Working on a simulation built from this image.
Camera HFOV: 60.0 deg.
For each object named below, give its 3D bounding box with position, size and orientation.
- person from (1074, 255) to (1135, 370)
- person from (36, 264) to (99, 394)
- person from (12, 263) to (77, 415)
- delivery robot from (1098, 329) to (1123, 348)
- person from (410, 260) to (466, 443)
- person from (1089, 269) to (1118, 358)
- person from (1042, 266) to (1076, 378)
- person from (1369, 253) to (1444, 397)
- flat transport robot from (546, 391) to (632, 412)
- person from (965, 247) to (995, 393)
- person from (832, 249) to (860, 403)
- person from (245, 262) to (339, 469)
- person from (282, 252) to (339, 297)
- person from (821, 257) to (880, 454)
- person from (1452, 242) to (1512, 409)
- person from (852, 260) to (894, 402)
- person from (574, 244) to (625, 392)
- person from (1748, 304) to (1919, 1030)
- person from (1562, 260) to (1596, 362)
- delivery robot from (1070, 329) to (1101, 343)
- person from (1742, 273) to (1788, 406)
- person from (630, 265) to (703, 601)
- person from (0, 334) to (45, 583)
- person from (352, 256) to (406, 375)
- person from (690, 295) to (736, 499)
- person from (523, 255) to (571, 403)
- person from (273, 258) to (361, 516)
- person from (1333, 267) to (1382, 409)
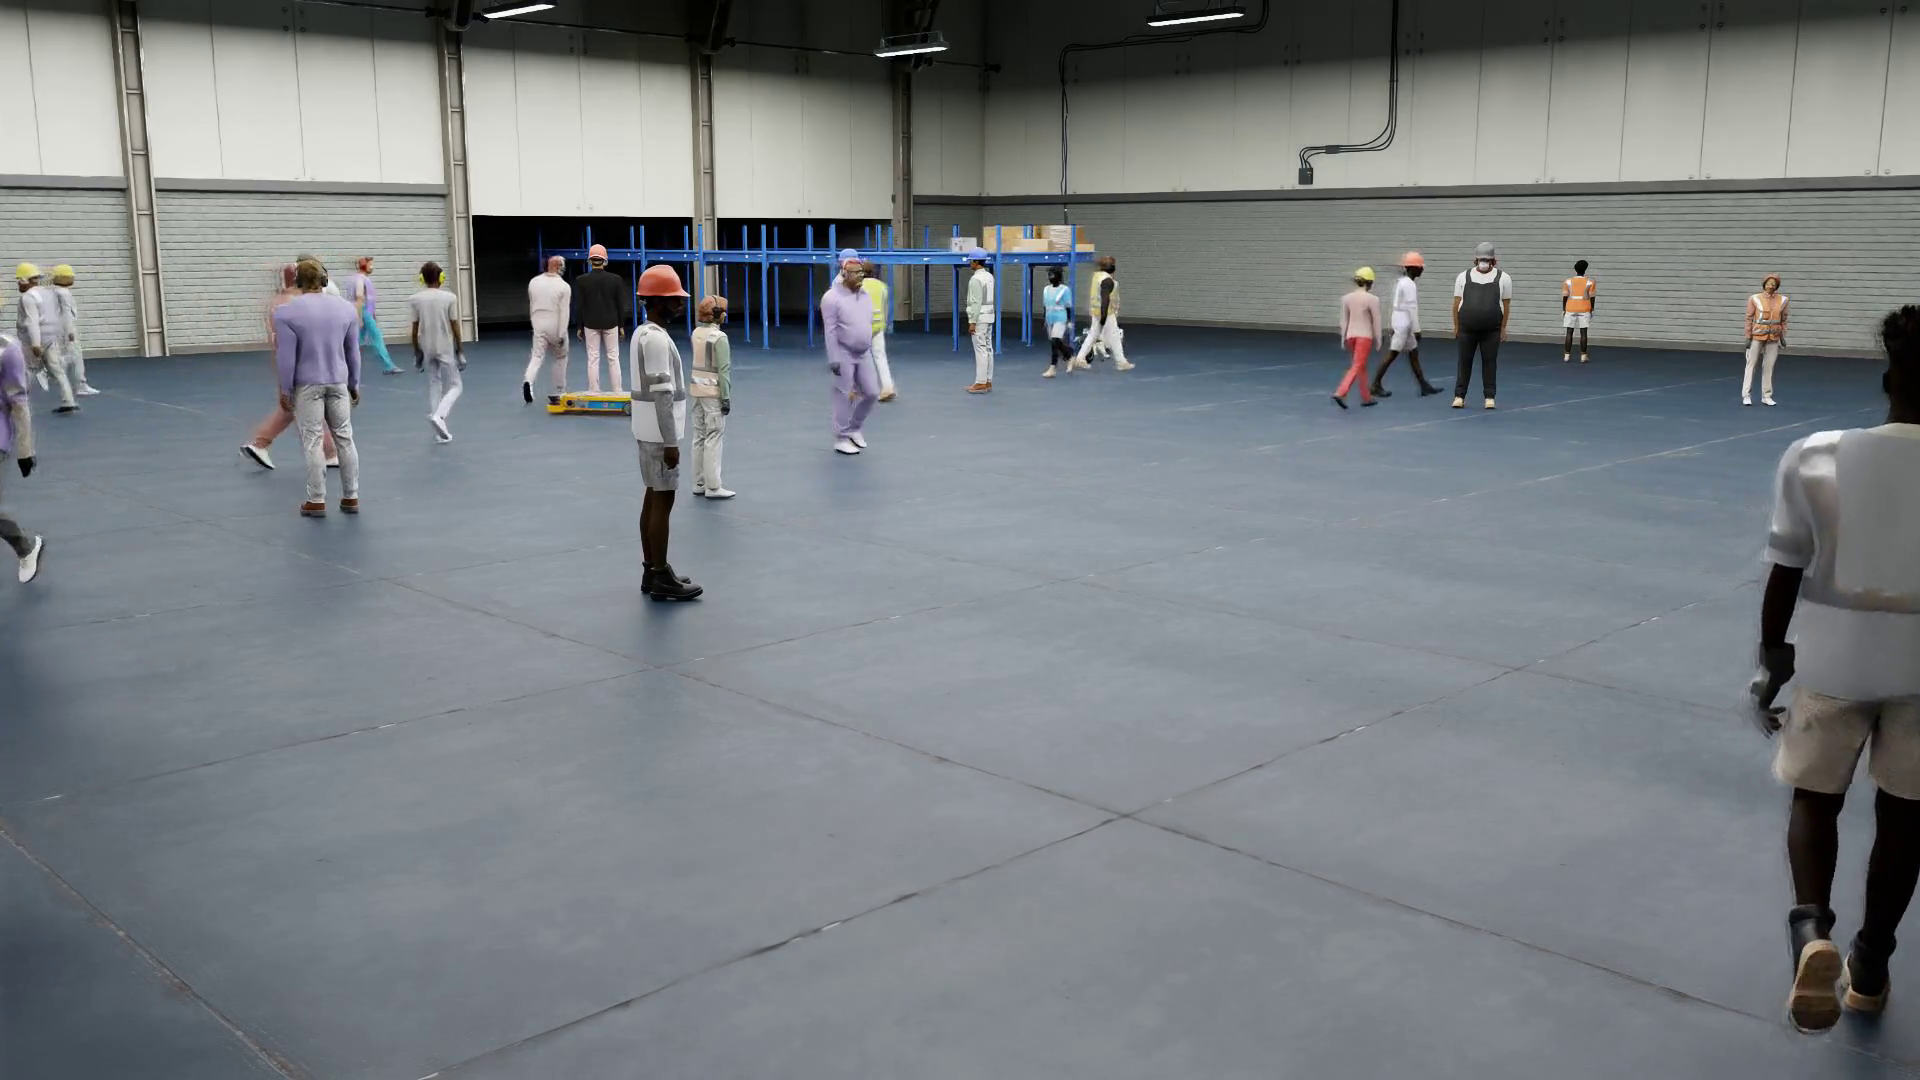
[{"bbox_3d":[2.262,-3.588,26.278,0.947,1.802,0.626,-3,11,-14],"label":"person"},{"bbox_3d":[-11.928,-2.797,22.129,0.640,1.727,0.493,-5,12,-25],"label":"person"},{"bbox_3d":[-10.886,-2.340,19.490,0.927,1.778,0.612,-1,10,-4],"label":"person"},{"bbox_3d":[2.703,-3.726,30.262,0.477,0.478,0.707,5,12,25],"label":"delivery robot"},{"bbox_3d":[-5.301,-1.899,16.874,0.553,1.854,0.535,1,10,6],"label":"person"},{"bbox_3d":[2.461,-3.981,28.926,0.513,1.604,0.627,-5,11,-25],"label":"person"},{"bbox_3d":[1.510,-3.307,25.095,0.790,1.668,0.531,-10,14,-42],"label":"person"},{"bbox_3d":[5.864,-2.816,21.837,1.008,1.880,0.566,1,10,7],"label":"person"},{"bbox_3d":[-4.183,-1.664,20.049,1.431,0.197,0.652,2,11,10],"label":"flat transport robot"},{"bbox_3d":[0.270,-2.972,22.485,0.393,1.949,0.602,4,11,20],"label":"person"},{"bbox_3d":[-1.450,-2.731,21.197,0.395,1.940,0.601,-2,11,-8],"label":"person"},{"bbox_3d":[-6.024,-1.571,15.051,0.897,1.873,0.649,-7,12,-34],"label":"person"},{"bbox_3d":[-7.427,-2.340,19.119,0.633,1.922,0.640,0,10,-2],"label":"person"},{"bbox_3d":[-1.049,-1.785,16.149,0.639,1.898,0.420,-10,14,-43],"label":"person"},{"bbox_3d":[6.392,-2.620,20.428,0.683,2.000,0.538,4,11,19],"label":"person"},{"bbox_3d":[-1.163,-2.687,21.386,0.658,1.805,0.938,-7,13,-35],"label":"person"},{"bbox_3d":[-4.465,-2.661,20.661,0.611,1.996,0.387,-2,11,-13],"label":"person"},{"bbox_3d":[2.409,0.352,4.360,0.628,1.950,0.705,6,12,31],"label":"person"},{"bbox_3d":[10.353,-3.830,27.851,0.540,1.695,0.317,5,11,25],"label":"person"},{"bbox_3d":[2.119,-3.446,28.026,0.335,0.223,0.698,8,13,36],"label":"delivery robot"},{"bbox_3d":[10.040,-2.498,20.747,0.512,1.639,0.311,0,10,3],"label":"person"},{"bbox_3d":[-1.735,-0.629,9.741,0.359,1.938,0.545,-4,11,-21],"label":"person"},{"bbox_3d":[-5.667,-0.597,9.679,0.590,1.899,0.856,2,11,10],"label":"person"},{"bbox_3d":[-9.025,-3.410,25.297,0.955,1.799,0.581,-3,11,-14],"label":"person"},{"bbox_3d":[-2.011,-1.157,13.459,0.318,1.628,0.508,-8,13,-36],"label":"person"},{"bbox_3d":[-5.215,-2.669,21.063,0.652,1.868,0.871,3,11,16],"label":"person"},{"bbox_3d":[-4.858,-1.159,12.631,0.631,1.936,0.362,-9,14,-40],"label":"person"},{"bbox_3d":[4.908,-2.495,20.486,0.874,1.730,0.536,-8,13,-36],"label":"person"}]
